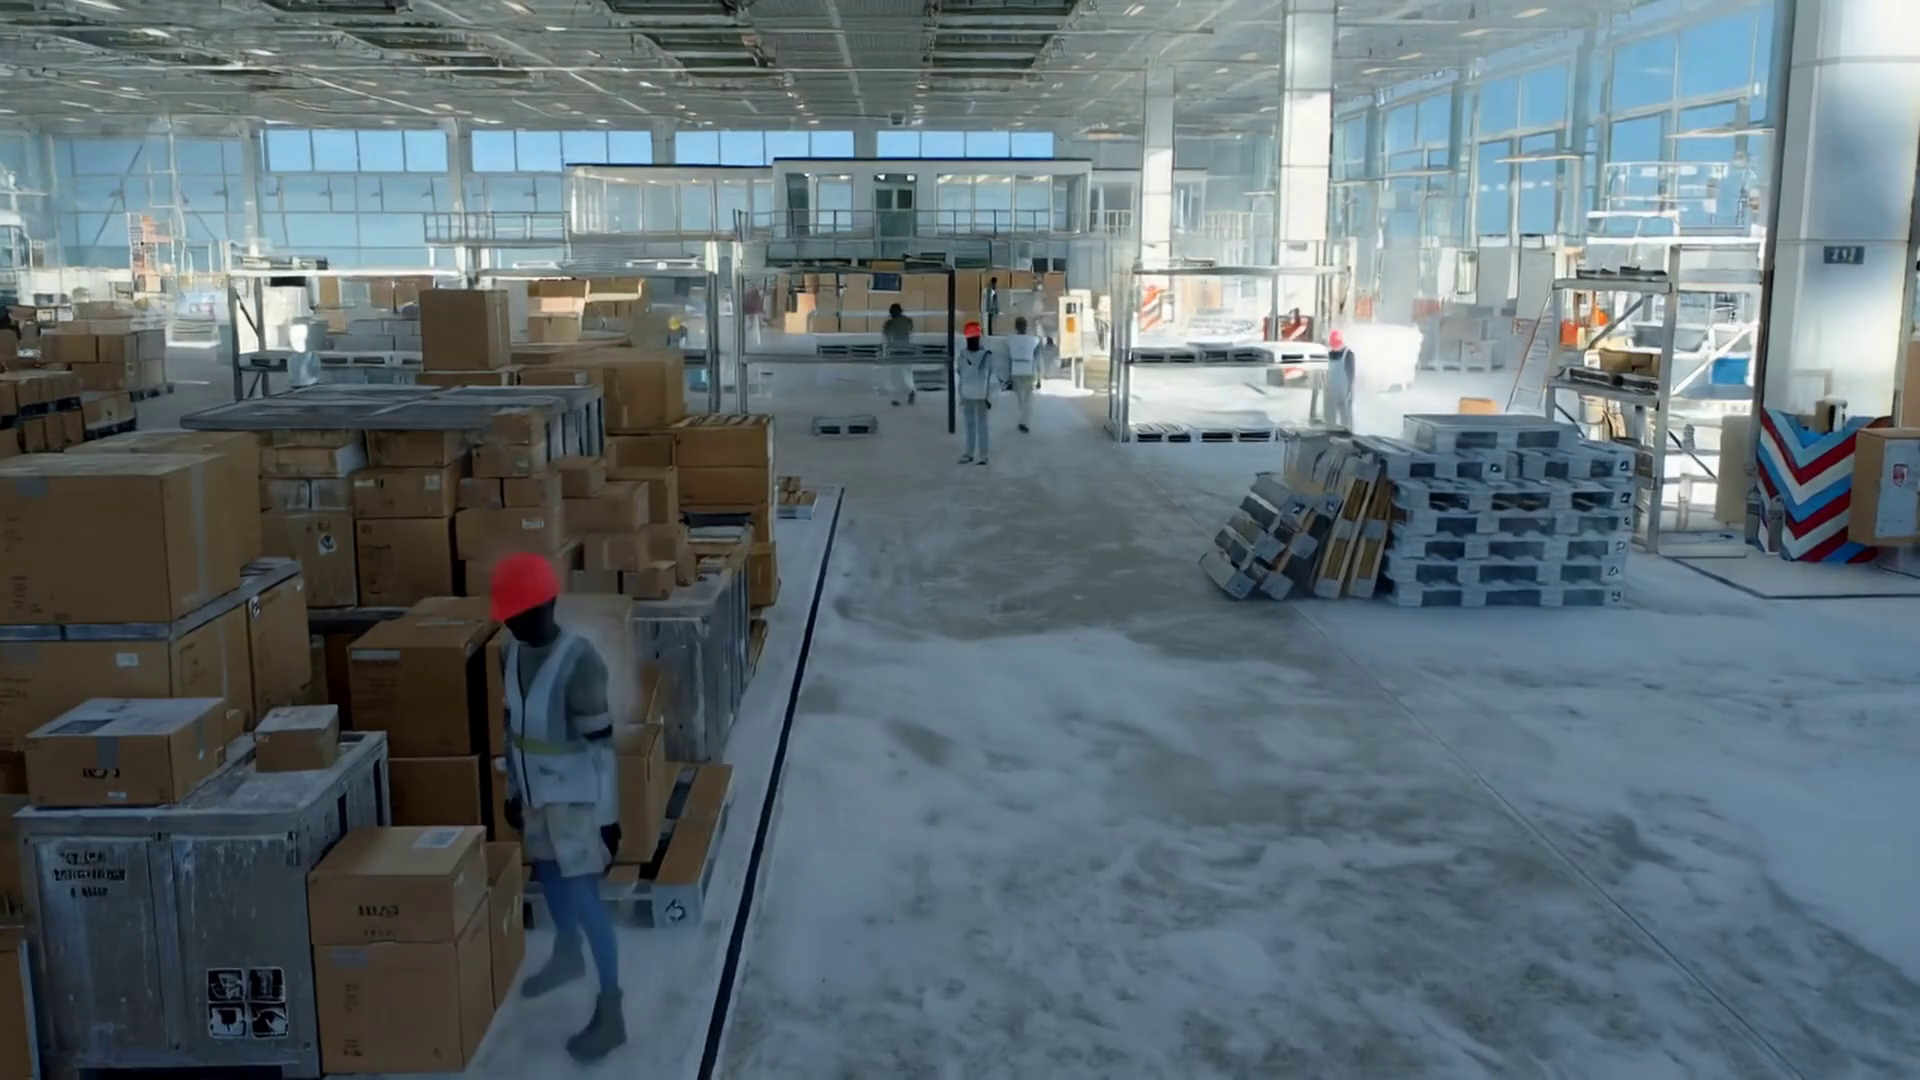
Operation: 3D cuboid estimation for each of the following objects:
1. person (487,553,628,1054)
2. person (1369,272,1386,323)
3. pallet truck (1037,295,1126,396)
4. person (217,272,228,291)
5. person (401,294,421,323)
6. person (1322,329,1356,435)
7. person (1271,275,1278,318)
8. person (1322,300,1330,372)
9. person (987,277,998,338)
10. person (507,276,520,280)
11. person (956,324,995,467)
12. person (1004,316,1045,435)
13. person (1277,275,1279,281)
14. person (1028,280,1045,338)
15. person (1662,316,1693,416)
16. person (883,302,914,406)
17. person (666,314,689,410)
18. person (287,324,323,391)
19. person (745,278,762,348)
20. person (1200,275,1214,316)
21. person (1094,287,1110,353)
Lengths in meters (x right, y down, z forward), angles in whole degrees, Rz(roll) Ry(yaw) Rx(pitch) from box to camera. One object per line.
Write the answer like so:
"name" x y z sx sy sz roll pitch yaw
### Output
"person" -1.506 0.971 6.380 0.739 1.892 0.544 8 13 39
"person" 14.993 -8.639 59.701 0.602 1.949 0.392 7 12 34
"pallet truck" 2.483 -3.881 33.060 1.885 1.965 0.823 -7 13 -36
"person" -24.991 -8.120 56.681 0.600 2.008 1.026 7 12 34
"person" -12.611 -4.733 38.260 0.514 1.847 0.788 -8 13 -37
"person" 5.406 -2.102 23.727 0.951 1.799 0.524 -9 14 -41
"person" 11.425 -8.762 60.422 0.375 1.935 0.551 3 11 17
"person" 8.349 -4.656 38.213 0.536 1.696 0.321 0 10 -1
"person" 1.040 -7.298 52.263 0.372 1.940 0.632 3 11 15
"person" -17.977 -9.903 66.930 0.574 1.883 0.355 2 10 12
"person" 0.191 -1.949 22.495 0.594 1.924 0.384 8 13 39
"person" 1.000 -2.611 26.382 0.631 1.864 0.988 2 10 11
"person" 13.735 -10.701 71.057 0.612 1.997 0.376 3 11 15
"person" 2.217 -6.617 48.533 0.477 1.909 0.629 7 13 36
"person" 11.370 -2.658 26.487 0.629 1.913 0.583 2 10 11
"person" -1.126 -3.421 30.695 0.657 1.925 0.494 -6 12 -32
"person" -5.122 -3.216 30.067 0.489 1.743 0.321 6 12 28
"person" -8.647 -1.868 21.955 0.603 1.959 0.379 7 13 35
"person" -5.920 -6.454 47.401 0.622 1.992 0.393 -9 14 -42
"person" 9.463 -9.283 63.611 0.449 1.830 0.635 -9 14 -42
"person" 3.931 -6.042 45.716 0.441 1.819 0.755 -2 10 -10
